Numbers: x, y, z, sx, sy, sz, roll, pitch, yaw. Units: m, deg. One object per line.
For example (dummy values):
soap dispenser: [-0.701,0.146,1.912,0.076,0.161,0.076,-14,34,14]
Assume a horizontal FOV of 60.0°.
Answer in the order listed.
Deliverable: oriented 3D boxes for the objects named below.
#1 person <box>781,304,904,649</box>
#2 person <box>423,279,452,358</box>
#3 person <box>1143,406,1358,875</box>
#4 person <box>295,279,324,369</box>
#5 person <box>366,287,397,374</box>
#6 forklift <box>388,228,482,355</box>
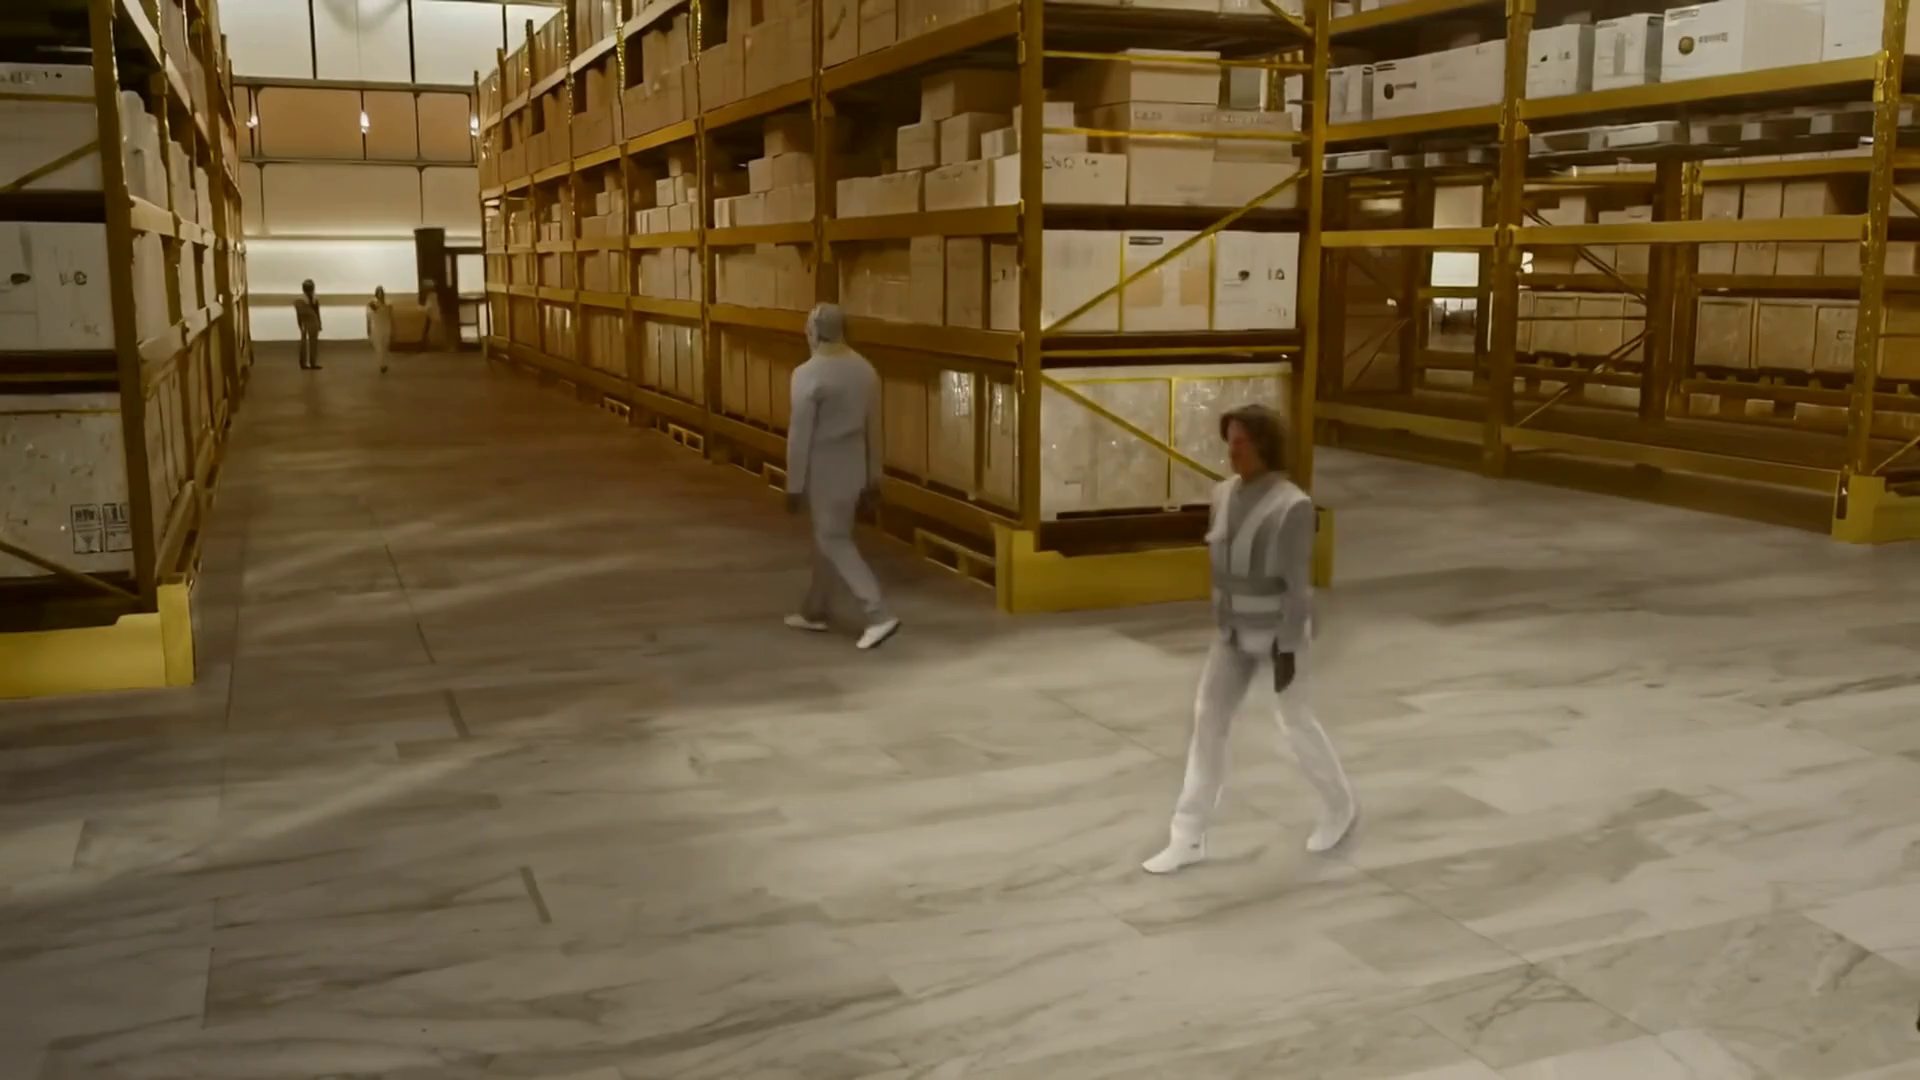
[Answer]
person: [-0.675,-0.356,9.074,0.901,1.881,0.658,7,12,35]
person: [-11.394,-4.817,36.193,0.536,1.725,0.486,-4,10,-24]
person: [1.054,0.331,5.709,0.852,1.600,0.543,-6,11,-31]
person: [-12.645,-4.191,32.375,0.360,1.742,0.563,4,10,23]
person: [-10.715,-3.881,30.860,0.546,1.609,0.700,-5,11,-27]
forklift: [-11.876,-5.592,37.357,1.873,2.768,1.129,-8,13,-41]
